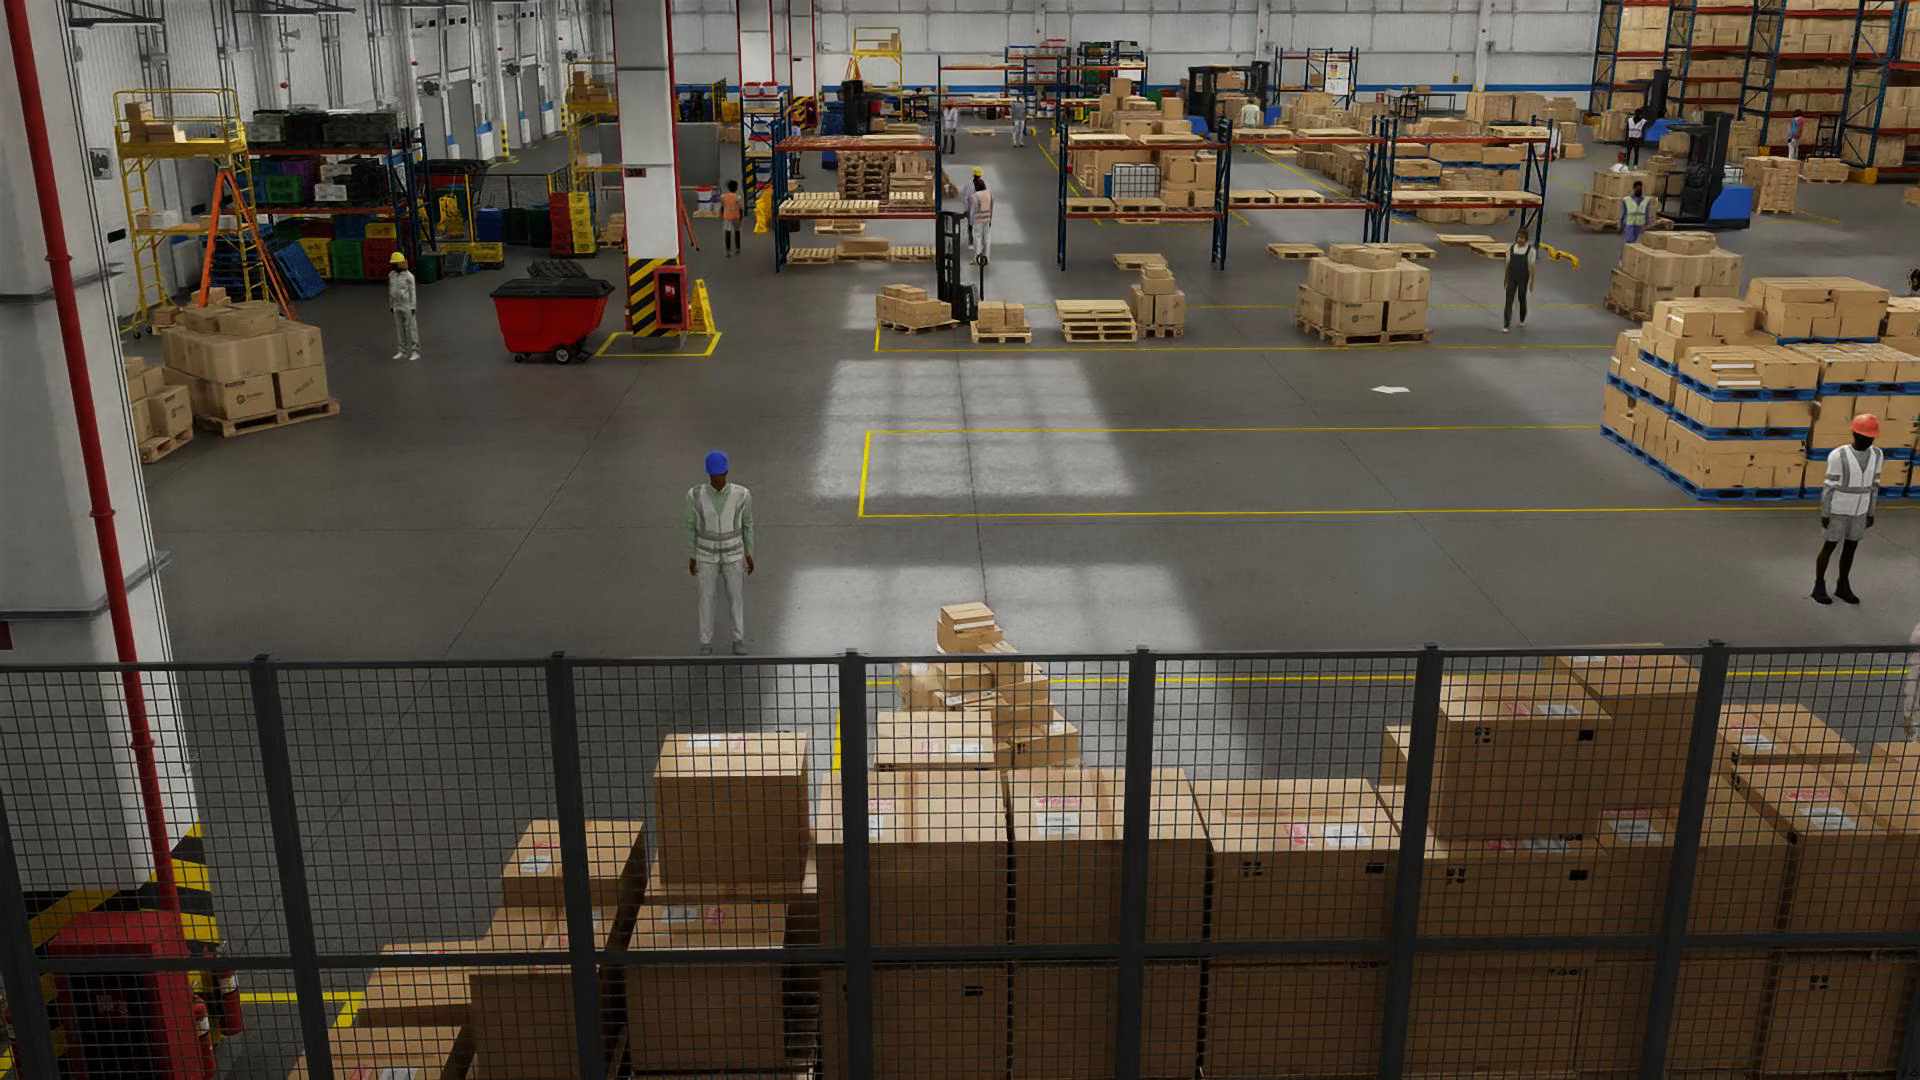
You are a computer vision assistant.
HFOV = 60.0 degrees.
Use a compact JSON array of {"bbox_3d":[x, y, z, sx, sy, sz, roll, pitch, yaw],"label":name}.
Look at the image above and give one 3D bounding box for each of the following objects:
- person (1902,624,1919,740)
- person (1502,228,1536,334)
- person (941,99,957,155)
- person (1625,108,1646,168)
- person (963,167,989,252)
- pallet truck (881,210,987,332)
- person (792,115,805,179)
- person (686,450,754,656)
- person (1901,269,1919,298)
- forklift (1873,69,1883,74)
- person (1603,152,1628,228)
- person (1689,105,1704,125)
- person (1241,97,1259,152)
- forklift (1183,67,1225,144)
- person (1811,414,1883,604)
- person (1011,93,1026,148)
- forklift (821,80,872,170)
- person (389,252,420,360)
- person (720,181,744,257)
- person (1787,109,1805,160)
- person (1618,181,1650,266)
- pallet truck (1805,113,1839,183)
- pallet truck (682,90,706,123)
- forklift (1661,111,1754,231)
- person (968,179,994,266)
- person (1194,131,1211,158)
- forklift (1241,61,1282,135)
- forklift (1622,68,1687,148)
[{"bbox_3d":[7.029,1.227,11.774,0.687,1.892,0.603,8,20,23],"label":"person"},{"bbox_3d":[9.760,-4.545,29.016,0.523,1.812,0.934,11,22,29],"label":"person"},{"bbox_3d":[-0.403,-14.462,58.290,0.574,1.892,0.947,8,20,22],"label":"person"},{"bbox_3d":[21.990,-13.085,54.191,0.592,1.910,0.387,12,22,31],"label":"person"},{"bbox_3d":[0.378,-7.450,37.517,0.597,1.875,0.998,-4,19,-10],"label":"person"},{"bbox_3d":[-0.493,-4.759,29.349,1.885,1.965,0.823,-13,23,-34],"label":"pallet truck"},{"bbox_3d":[-5.015,-12.103,51.229,0.356,1.934,0.552,-12,22,-31],"label":"person"},{"bbox_3d":[-2.150,0.129,14.923,0.602,1.949,0.393,-3,19,-10],"label":"person"},{"bbox_3d":[14.099,-3.067,24.565,0.570,1.837,0.819,-17,25,-41],"label":"person"},{"bbox_3d":[32.639,-15.530,59.943,1.873,2.768,1.129,-1,19,-2],"label":"forklift"},{"bbox_3d":[16.237,-8.655,41.140,0.937,1.855,0.584,-3,19,-9],"label":"person"},{"bbox_3d":[26.525,-14.864,59.950,0.898,1.582,0.527,-17,25,-40],"label":"person"},{"bbox_3d":[10.304,-14.764,59.121,0.636,1.939,0.362,2,19,6],"label":"person"},{"bbox_3d":[8.780,-15.999,61.334,1.873,2.768,1.129,-13,22,-33],"label":"forklift"},{"bbox_3d":[8.684,-0.296,16.226,0.551,1.931,0.391,-2,19,-7],"label":"person"},{"bbox_3d":[2.157,-15.324,60.783,0.630,1.940,0.372,-11,21,-29],"label":"person"},{"bbox_3d":[-3.431,-13.266,53.226,1.873,2.768,1.129,8,20,21],"label":"forklift"},{"bbox_3d":[-8.982,-3.770,26.806,0.487,1.745,0.292,6,20,18],"label":"person"},{"bbox_3d":[-5.063,-7.153,36.986,0.531,1.651,0.851,1,19,2],"label":"person"},{"bbox_3d":[27.512,-13.277,54.861,0.637,1.842,0.429,-14,23,-36],"label":"person"},{"bbox_3d":[14.209,-6.653,35.153,0.595,1.879,0.964,-2,19,-6],"label":"person"},{"bbox_3d":[26.403,-11.957,50.702,0.823,1.965,1.885,6,19,16],"label":"pallet truck"},{"bbox_3d":[-9.671,-15.907,62.421,0.823,1.965,1.885,5,19,15],"label":"pallet truck"},{"bbox_3d":[18.382,-9.041,40.692,1.873,2.768,1.129,-1,19,-2],"label":"forklift"},{"bbox_3d":[0.428,-6.820,35.714,0.622,1.839,0.429,-15,24,-37],"label":"person"},{"bbox_3d":[7.181,-11.320,49.385,0.534,1.622,0.373,1,19,1],"label":"person"},{"bbox_3d":[11.818,-17.491,65.758,1.873,2.768,1.129,-6,20,-17],"label":"forklift"},{"bbox_3d":[25.298,-15.627,60.231,1.873,2.768,1.129,15,24,37],"label":"forklift"}]
